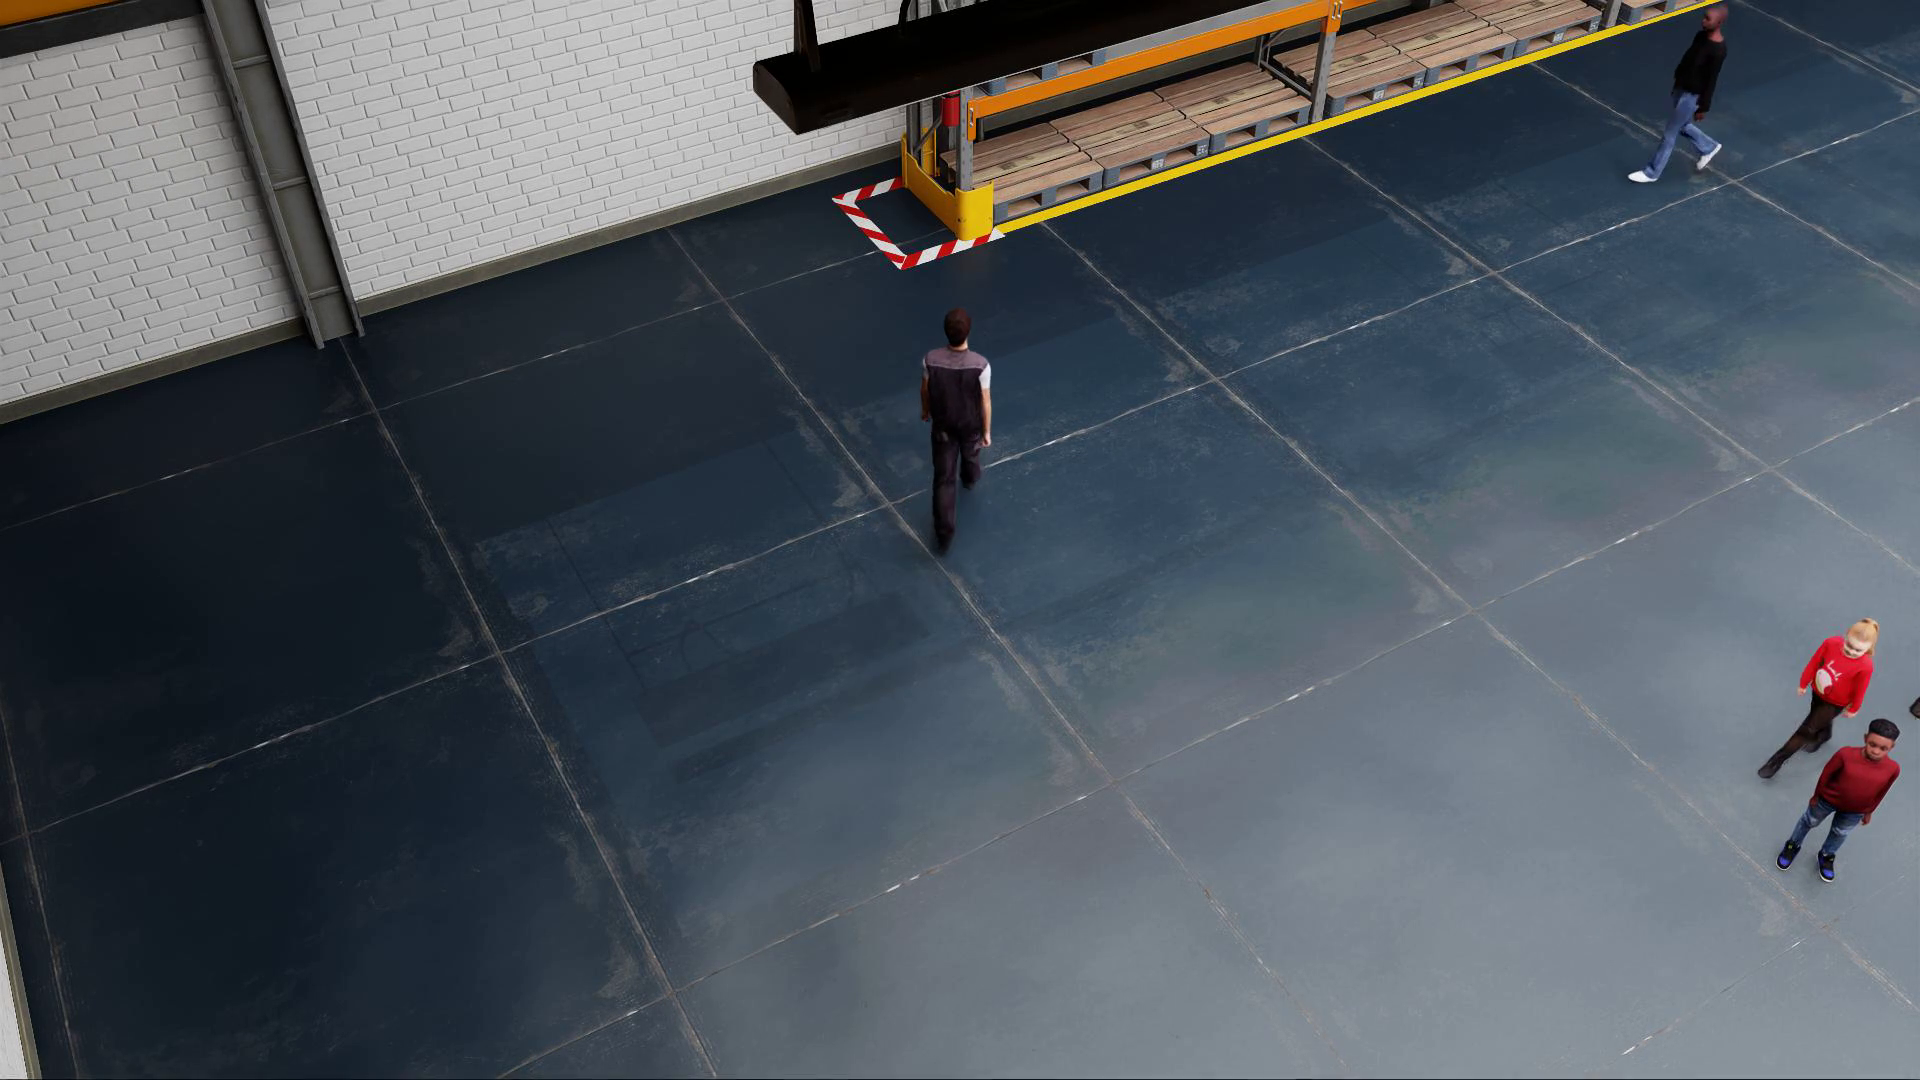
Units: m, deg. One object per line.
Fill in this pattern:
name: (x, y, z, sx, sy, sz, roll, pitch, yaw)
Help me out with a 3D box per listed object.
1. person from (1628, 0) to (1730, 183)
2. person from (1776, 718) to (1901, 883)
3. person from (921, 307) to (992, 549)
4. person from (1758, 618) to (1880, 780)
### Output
person: (6.690, -4.030, 15.052, 1.145, 1.729, 0.910, -3, 44, -3)
person: (5.116, 1.479, 9.611, 0.588, 1.256, 0.633, 17, 46, 17)
person: (-0.038, -0.748, 11.556, 1.218, 1.799, 1.212, 6, 44, 6)
person: (5.377, 0.916, 10.208, 0.901, 1.248, 0.518, -21, 47, -21)
